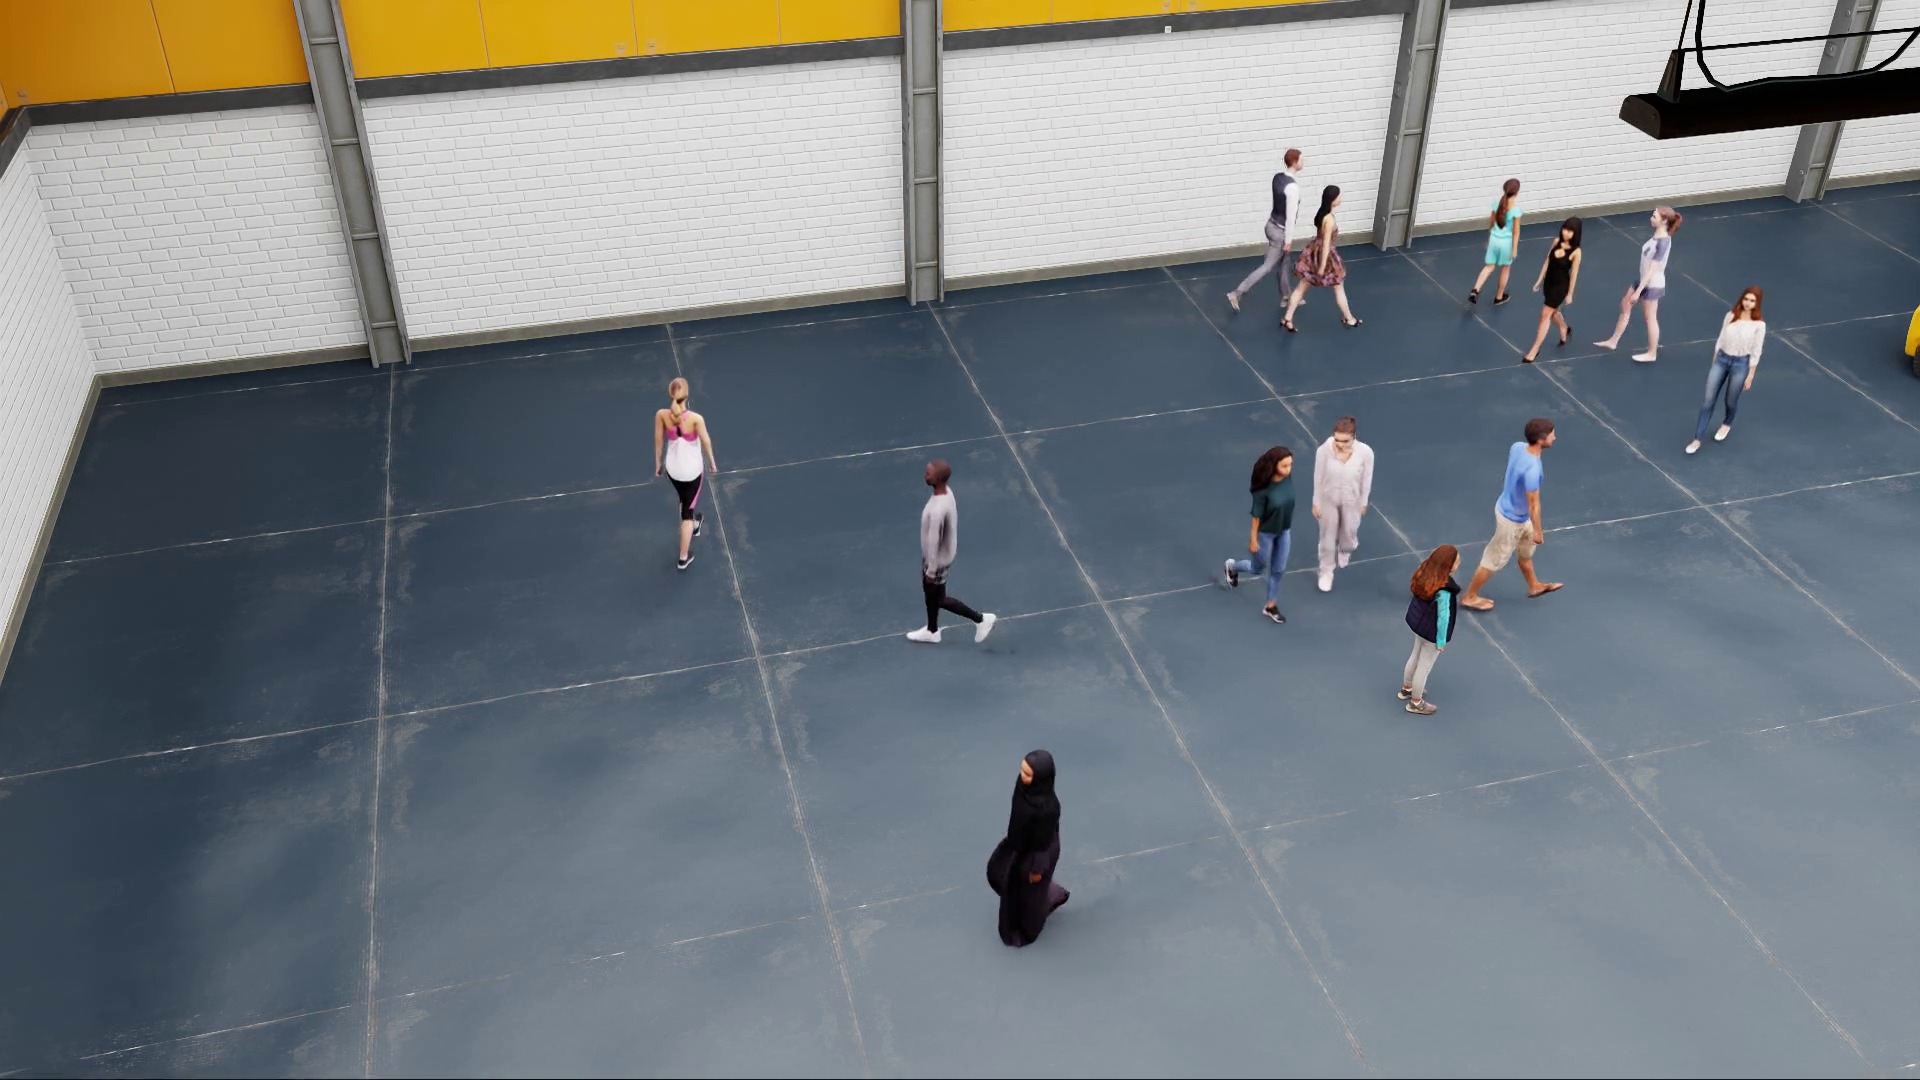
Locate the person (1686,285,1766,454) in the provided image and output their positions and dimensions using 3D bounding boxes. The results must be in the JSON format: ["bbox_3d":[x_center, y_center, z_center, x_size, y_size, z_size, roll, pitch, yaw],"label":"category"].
[{"bbox_3d":[7.563,-1.698,16.224,0.899,1.707,1.057,27,42,34],"label":"person"}]

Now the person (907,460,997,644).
[{"bbox_3d":[-0.081,0.146,13.405,1.049,1.757,0.807,2,34,3],"label":"person"}]

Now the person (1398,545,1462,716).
[{"bbox_3d":[3.630,0.666,12.856,0.613,1.499,0.609,-3,34,-5],"label":"person"}]

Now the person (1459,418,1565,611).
[{"bbox_3d":[4.517,-0.190,13.846,1.208,1.830,0.896,2,34,3],"label":"person"}]

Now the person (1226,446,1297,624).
[{"bbox_3d":[2.548,-0.093,13.907,0.949,1.600,0.849,-22,39,-29],"label":"person"}]

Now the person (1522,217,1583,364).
[{"bbox_3d":[6.430,-2.706,17.819,1.018,1.622,0.653,-14,36,-20],"label":"person"}]

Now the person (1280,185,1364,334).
[{"bbox_3d":[3.866,-3.019,18.203,1.183,1.717,0.703,-5,34,-7],"label":"person"}]

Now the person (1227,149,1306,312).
[{"bbox_3d":[3.490,-3.438,18.669,1.235,1.898,0.710,-5,34,-8],"label":"person"}]

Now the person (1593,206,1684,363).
[{"bbox_3d":[7.434,-2.697,17.694,0.993,1.744,0.860,8,35,12],"label":"person"}]

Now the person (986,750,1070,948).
[{"bbox_3d":[0.523,1.967,10.801,0.786,1.607,0.647,-11,35,-16],"label":"person"}]

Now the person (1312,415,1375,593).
[{"bbox_3d":[3.254,-0.364,14.256,0.833,1.666,0.874,4,34,6],"label":"person"}]

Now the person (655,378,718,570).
[{"bbox_3d":[-2.420,-0.538,14.435,1.046,1.756,0.979,6,34,9],"label":"person"}]

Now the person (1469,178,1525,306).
[{"bbox_3d":[6.104,-3.341,18.843,0.973,1.545,0.788,-26,42,-33],"label":"person"}]
